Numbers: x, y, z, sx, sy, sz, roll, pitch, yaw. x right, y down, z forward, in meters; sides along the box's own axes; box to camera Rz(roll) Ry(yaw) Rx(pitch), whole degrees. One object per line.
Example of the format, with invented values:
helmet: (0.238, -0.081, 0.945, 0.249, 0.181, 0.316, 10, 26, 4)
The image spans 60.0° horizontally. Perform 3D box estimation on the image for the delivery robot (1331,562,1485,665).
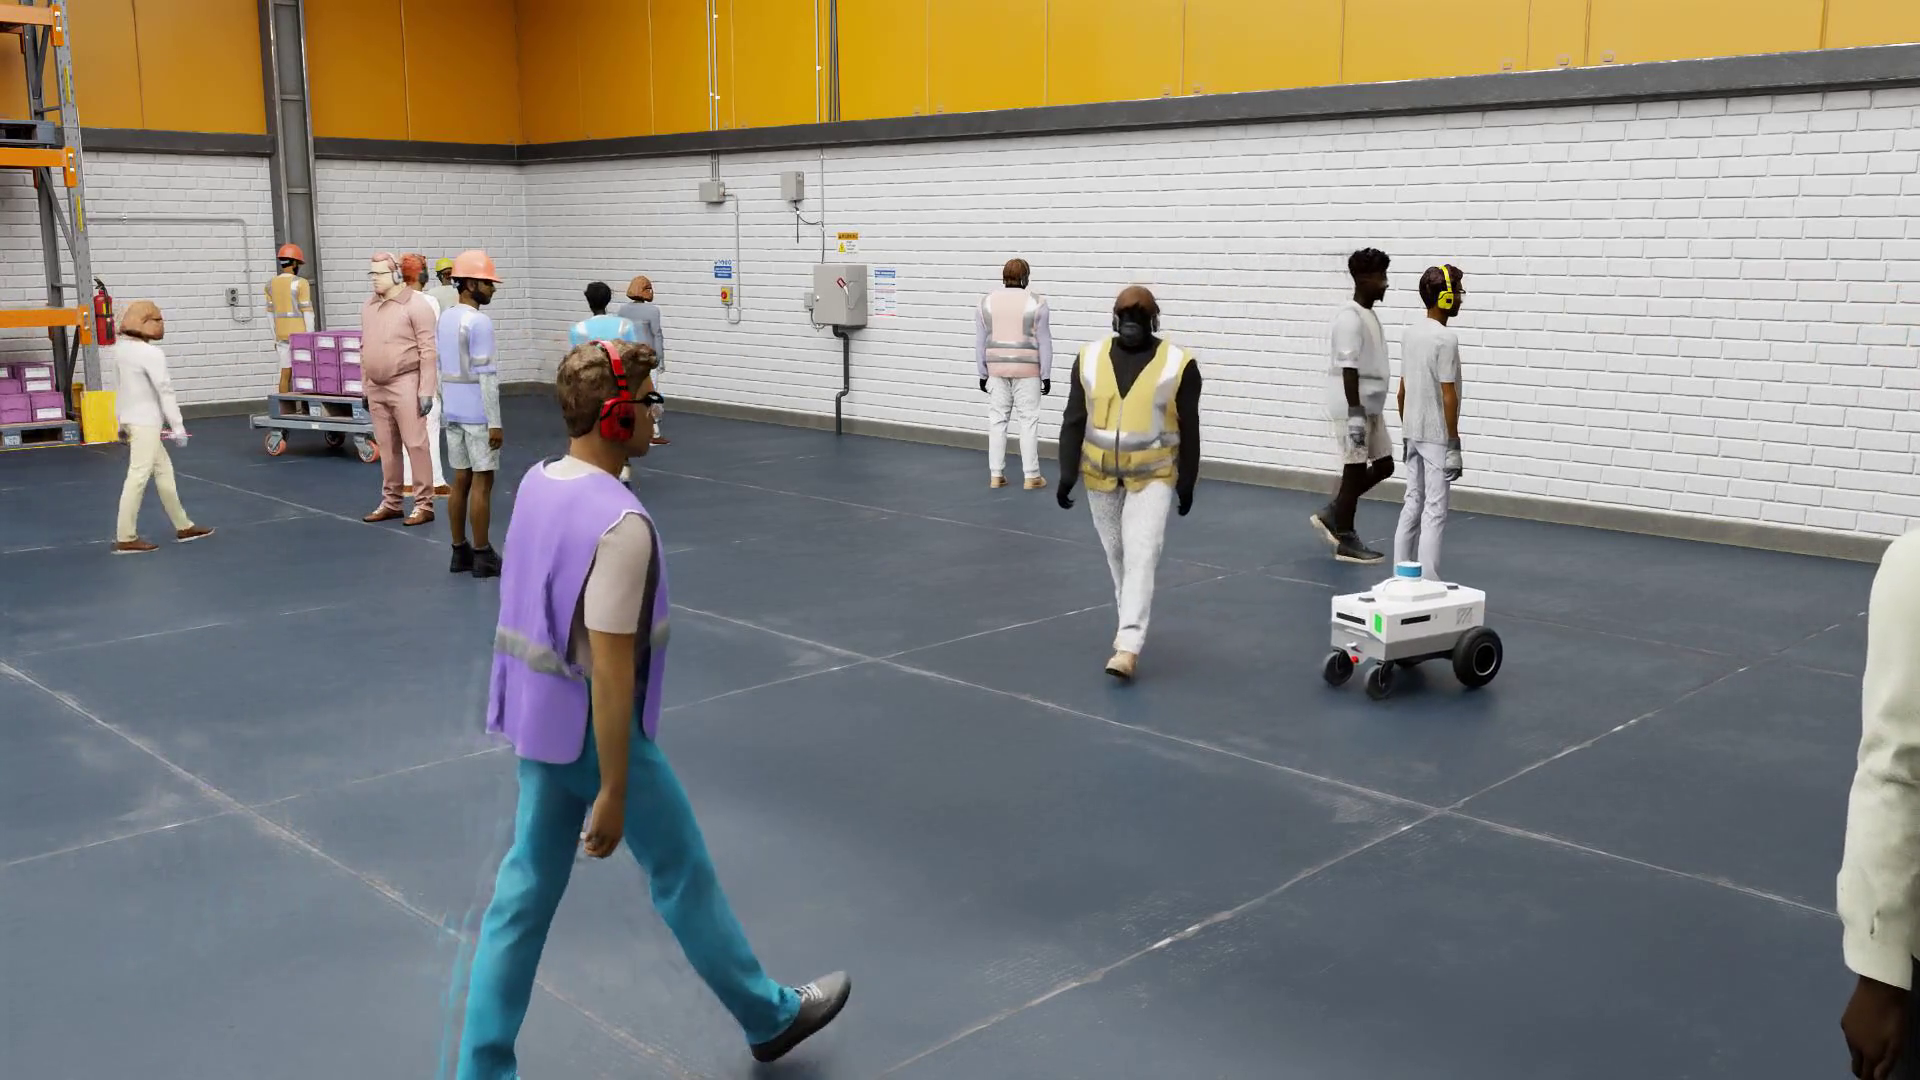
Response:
delivery robot: (2.014, 0.342, 7.480, 0.707, 0.478, 0.477, -6, 12, -30)

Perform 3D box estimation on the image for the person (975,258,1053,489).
person: (0.442, -1.326, 13.321, 0.630, 1.842, 0.429, 4, 11, 20)

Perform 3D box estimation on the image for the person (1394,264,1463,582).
person: (2.510, -0.514, 8.816, 0.329, 1.872, 0.509, -3, 11, -17)

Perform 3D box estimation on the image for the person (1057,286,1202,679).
person: (0.786, -0.288, 7.816, 0.629, 1.793, 0.978, 4, 11, 23)

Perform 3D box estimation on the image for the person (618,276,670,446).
person: (-3.068, -1.728, 16.074, 0.498, 1.634, 0.283, 5, 12, 27)

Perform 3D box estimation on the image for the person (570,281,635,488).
person: (-2.859, -1.258, 13.432, 0.532, 1.664, 0.826, -3, 11, -14)

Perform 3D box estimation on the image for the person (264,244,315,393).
person: (-7.019, -2.146, 17.552, 0.542, 1.930, 0.366, 3, 11, 16)

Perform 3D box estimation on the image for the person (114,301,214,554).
person: (-5.145, -0.734, 10.727, 0.518, 1.596, 0.779, 9, 13, 39)

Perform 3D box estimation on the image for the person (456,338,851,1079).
person: (-0.752, 0.440, 3.818, 0.999, 1.791, 0.574, -8, 13, -38)

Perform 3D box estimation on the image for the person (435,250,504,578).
person: (-2.876, -0.747, 9.906, 0.368, 1.932, 0.551, -10, 14, -44)

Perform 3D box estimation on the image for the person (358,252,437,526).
person: (-3.962, -1.051, 11.648, 0.653, 1.904, 0.405, 5, 12, 27)

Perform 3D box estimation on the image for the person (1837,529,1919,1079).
person: (1.574, 0.601, 2.399, 0.623, 1.989, 0.400, -2, 11, -9)

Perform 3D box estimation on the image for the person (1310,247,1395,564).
person: (2.458, -0.819, 10.244, 0.452, 1.947, 0.612, 6, 12, 31)

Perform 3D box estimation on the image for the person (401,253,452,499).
person: (-4.157, -1.256, 12.819, 0.583, 1.884, 0.350, 6, 12, 29)

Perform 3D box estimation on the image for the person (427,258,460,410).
person: (-5.849, -2.334, 19.019, 0.310, 1.768, 0.533, 9, 13, 39)
